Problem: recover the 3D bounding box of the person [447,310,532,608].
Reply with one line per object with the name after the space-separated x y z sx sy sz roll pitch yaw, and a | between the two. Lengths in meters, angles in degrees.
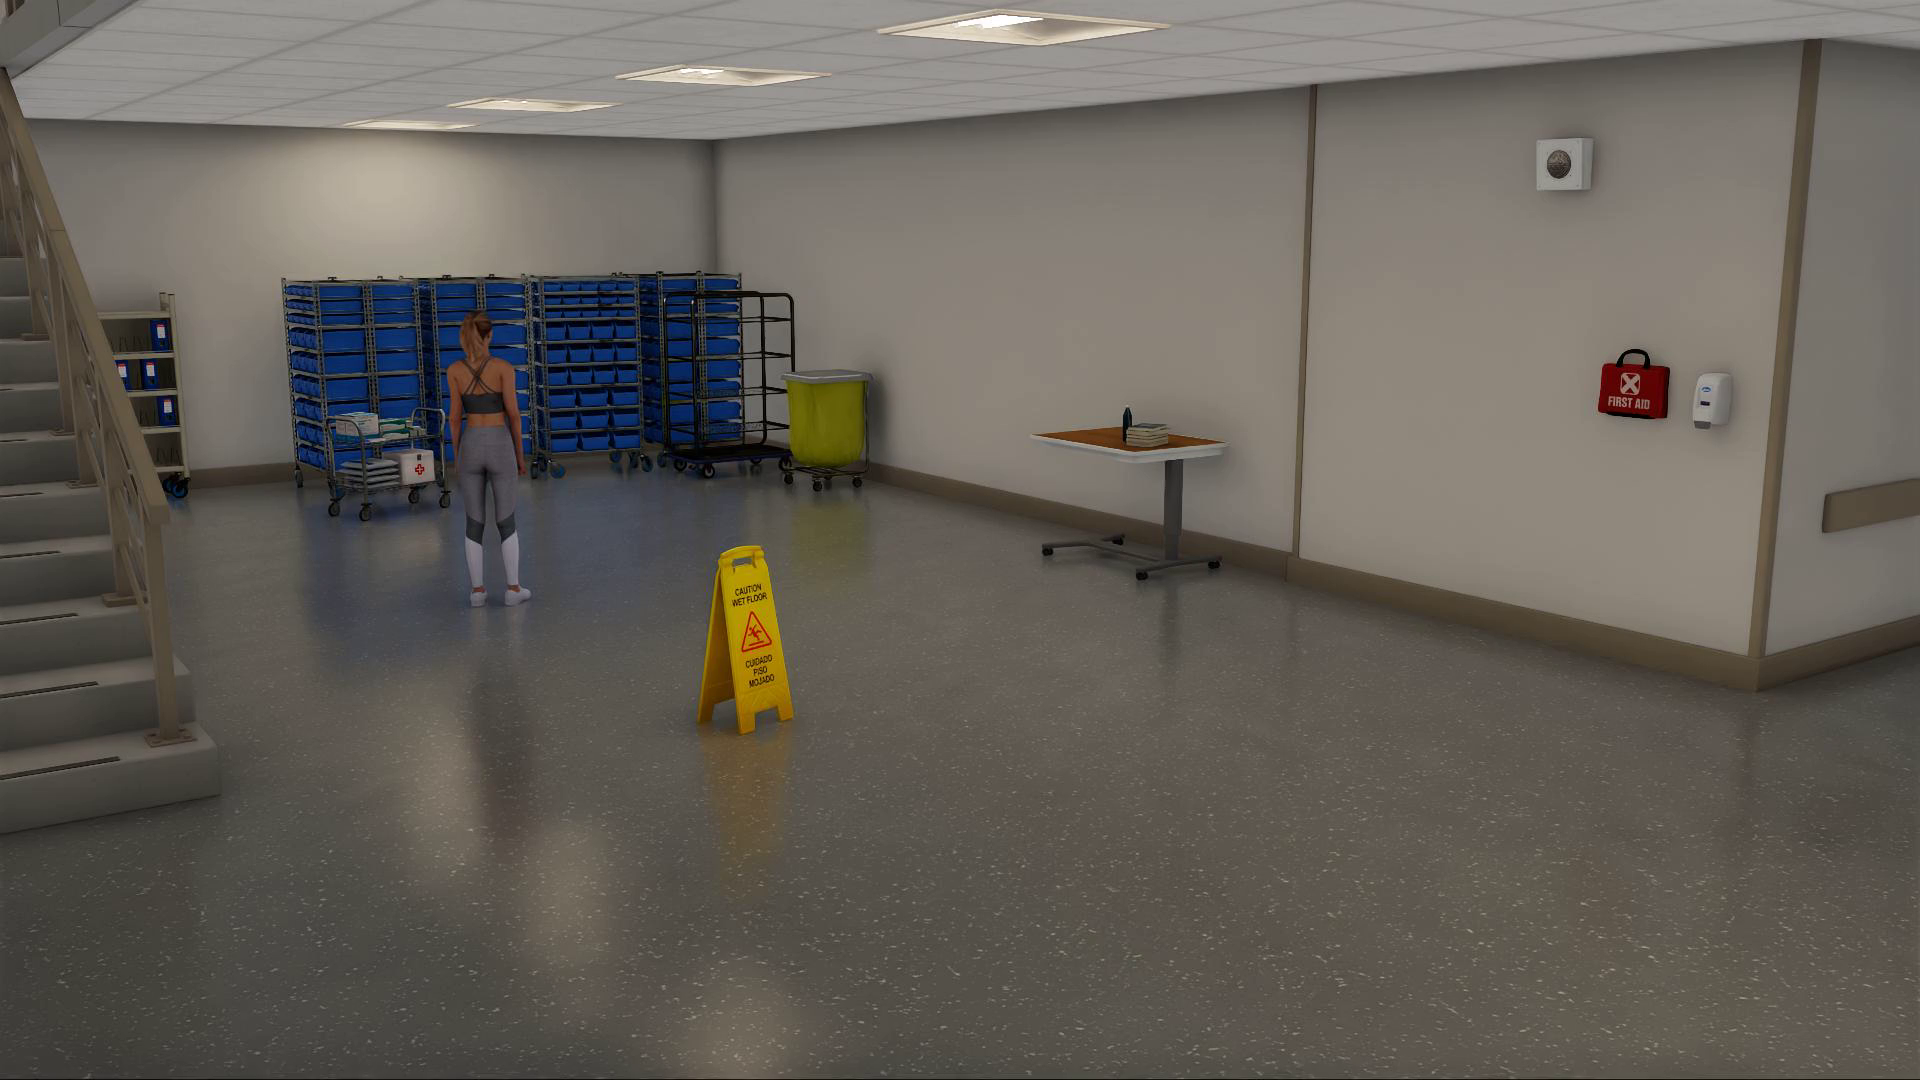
-2.723 -0.468 9.571 0.656 1.704 0.691 -1 11 -4 | person
